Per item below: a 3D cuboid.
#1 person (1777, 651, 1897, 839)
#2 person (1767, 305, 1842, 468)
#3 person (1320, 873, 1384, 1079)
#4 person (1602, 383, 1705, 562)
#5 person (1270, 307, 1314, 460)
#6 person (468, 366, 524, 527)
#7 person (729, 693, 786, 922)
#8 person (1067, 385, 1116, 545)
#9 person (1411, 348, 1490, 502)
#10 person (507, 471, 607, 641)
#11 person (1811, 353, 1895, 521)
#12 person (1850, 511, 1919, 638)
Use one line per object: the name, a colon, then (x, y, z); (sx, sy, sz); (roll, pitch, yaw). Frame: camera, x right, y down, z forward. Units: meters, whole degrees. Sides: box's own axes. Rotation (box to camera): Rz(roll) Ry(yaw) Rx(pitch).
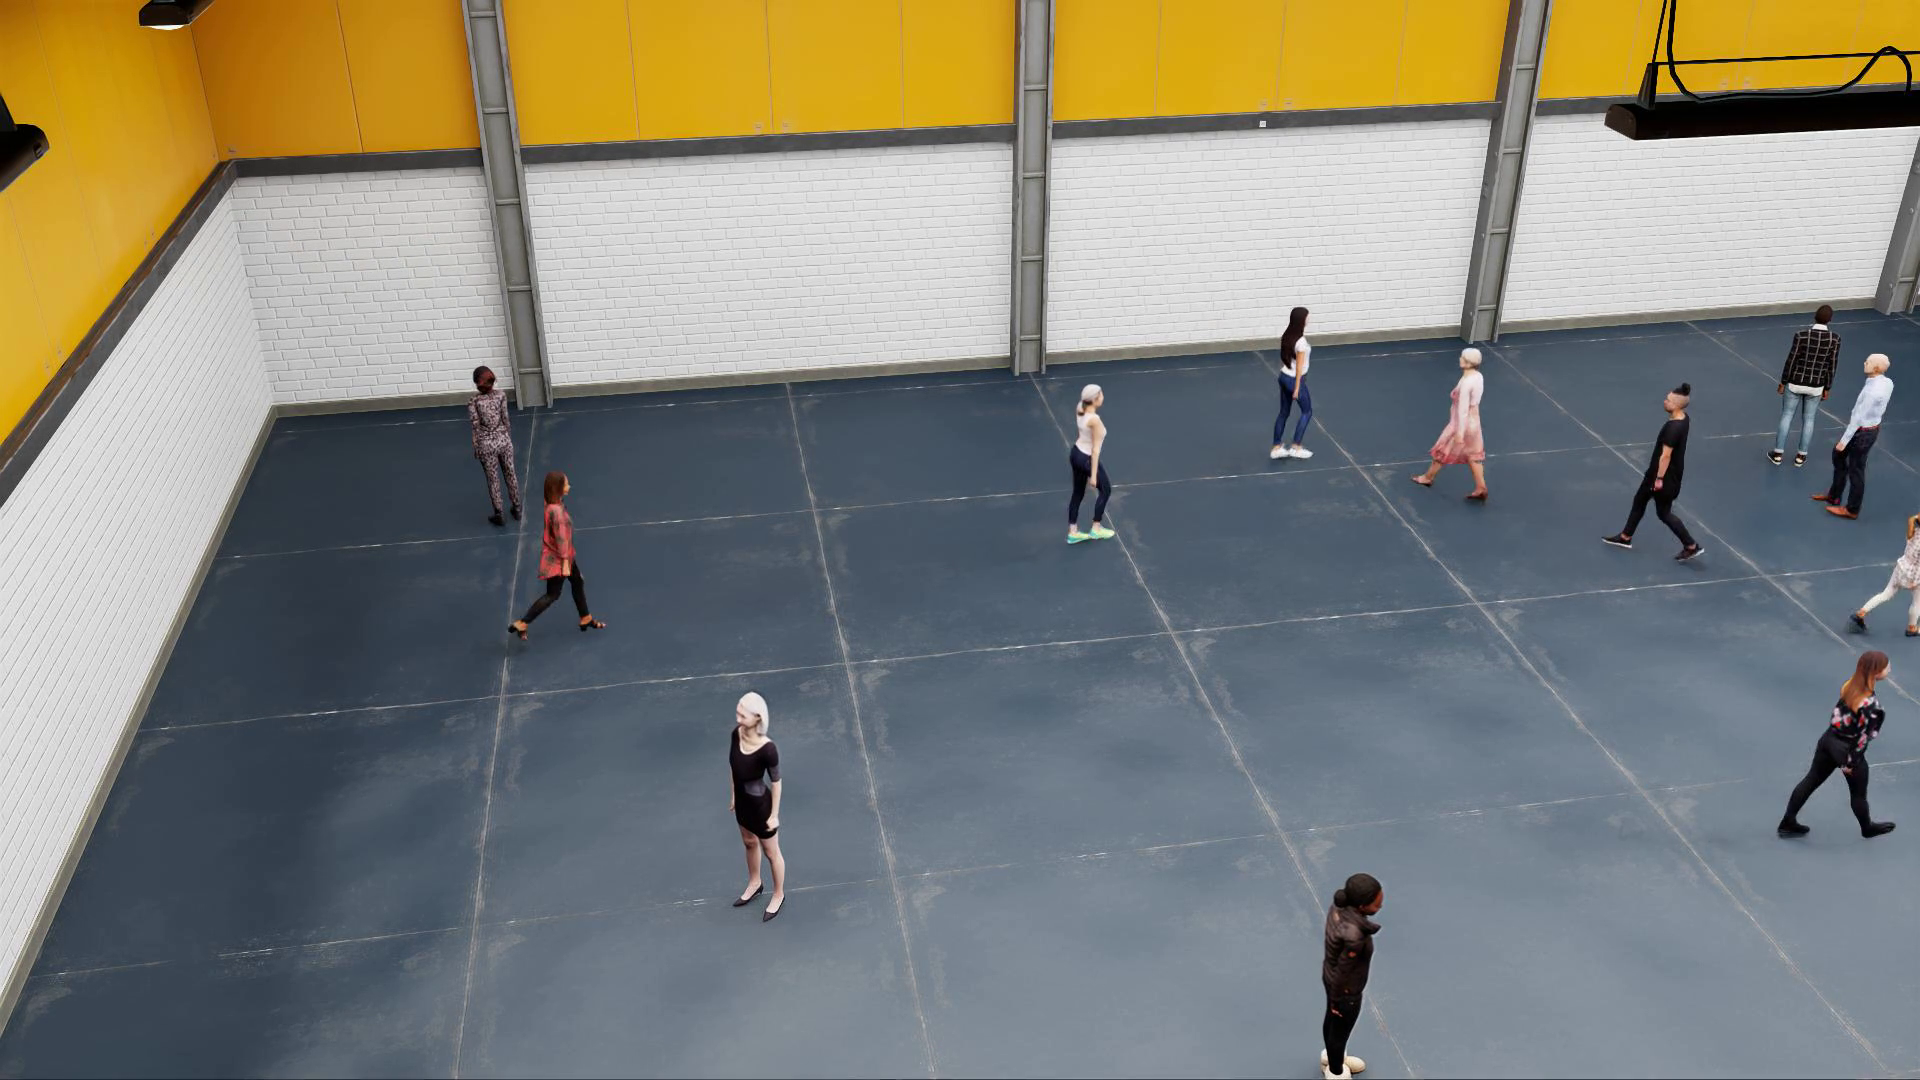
person: (6.456, 1.545, 12.308); (1.055, 1.642, 0.656); (-1, 29, -3)
person: (9.166, -1.681, 18.036); (0.654, 1.819, 0.805); (8, 30, 15)
person: (2.331, 2.708, 10.156); (0.605, 1.661, 0.661); (-5, 29, -8)
person: (6.900, -0.623, 16.089); (1.275, 1.828, 1.125); (13, 31, 22)
person: (3.544, -1.685, 18.104); (0.699, 1.763, 0.651); (-10, 30, -18)
person: (-4.709, -0.957, 16.816); (0.614, 1.717, 0.716); (-20, 35, -32)
person: (-1.416, 1.844, 11.565); (0.649, 1.829, 0.693); (21, 35, 34)
person: (1.173, -0.723, 16.416); (0.794, 1.689, 0.723); (-12, 31, -22)
person: (5.297, -1.151, 17.245); (1.101, 1.647, 1.079); (21, 35, 33)
person: (-3.662, 0.187, 14.771); (1.140, 1.668, 0.758); (-10, 30, -18)
person: (9.226, -1.015, 16.862); (0.893, 1.775, 0.834); (19, 34, 31)
person: (8.472, 0.299, 14.963); (0.967, 1.287, 0.624); (-1, 29, -1)
